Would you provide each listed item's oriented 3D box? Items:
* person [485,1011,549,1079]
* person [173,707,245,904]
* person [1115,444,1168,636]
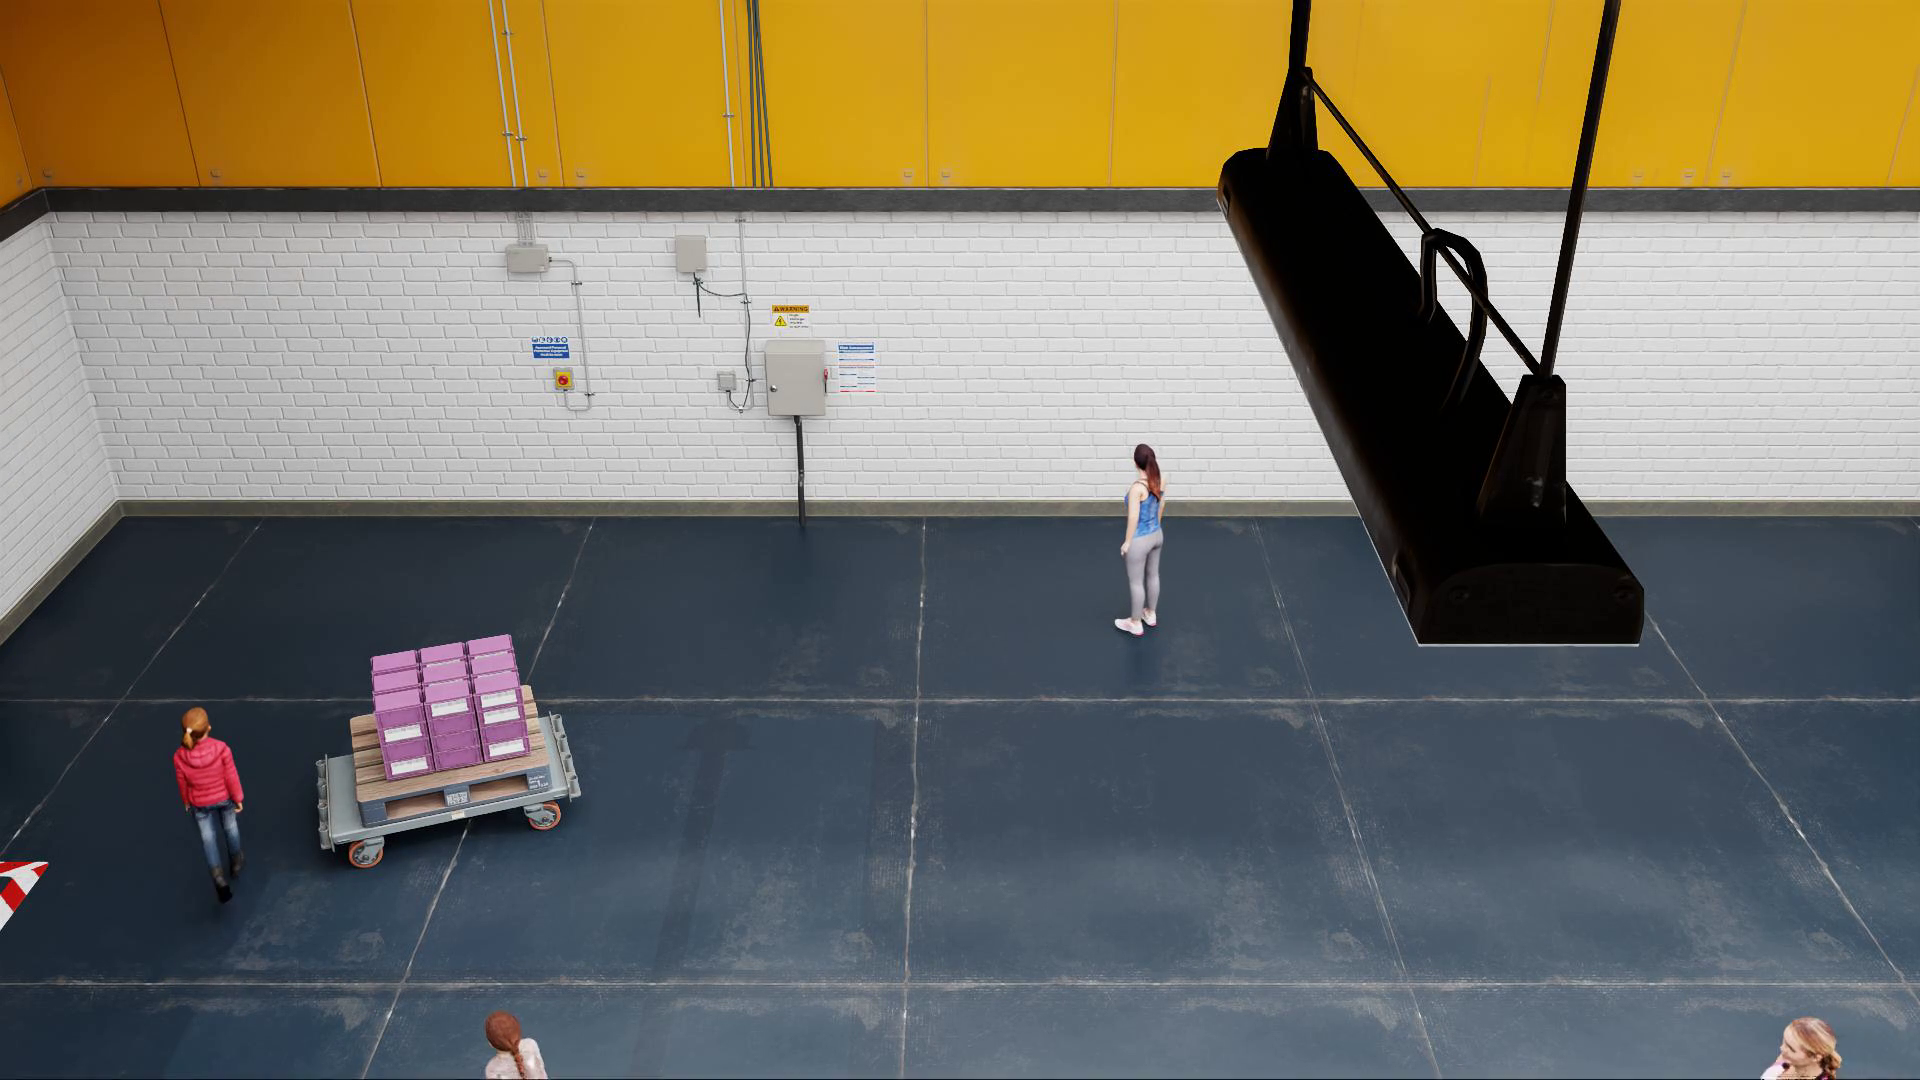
[{"bbox_3d":[-2.162,2.841,8.293,0.685,1.185,0.747,-25,37,-38],"label":"person"},{"bbox_3d":[-4.656,1.658,10.343,0.692,1.299,0.880,-11,30,-19],"label":"person"},{"bbox_3d":[1.446,-0.012,13.080,0.658,1.609,0.712,-23,36,-36],"label":"person"}]
